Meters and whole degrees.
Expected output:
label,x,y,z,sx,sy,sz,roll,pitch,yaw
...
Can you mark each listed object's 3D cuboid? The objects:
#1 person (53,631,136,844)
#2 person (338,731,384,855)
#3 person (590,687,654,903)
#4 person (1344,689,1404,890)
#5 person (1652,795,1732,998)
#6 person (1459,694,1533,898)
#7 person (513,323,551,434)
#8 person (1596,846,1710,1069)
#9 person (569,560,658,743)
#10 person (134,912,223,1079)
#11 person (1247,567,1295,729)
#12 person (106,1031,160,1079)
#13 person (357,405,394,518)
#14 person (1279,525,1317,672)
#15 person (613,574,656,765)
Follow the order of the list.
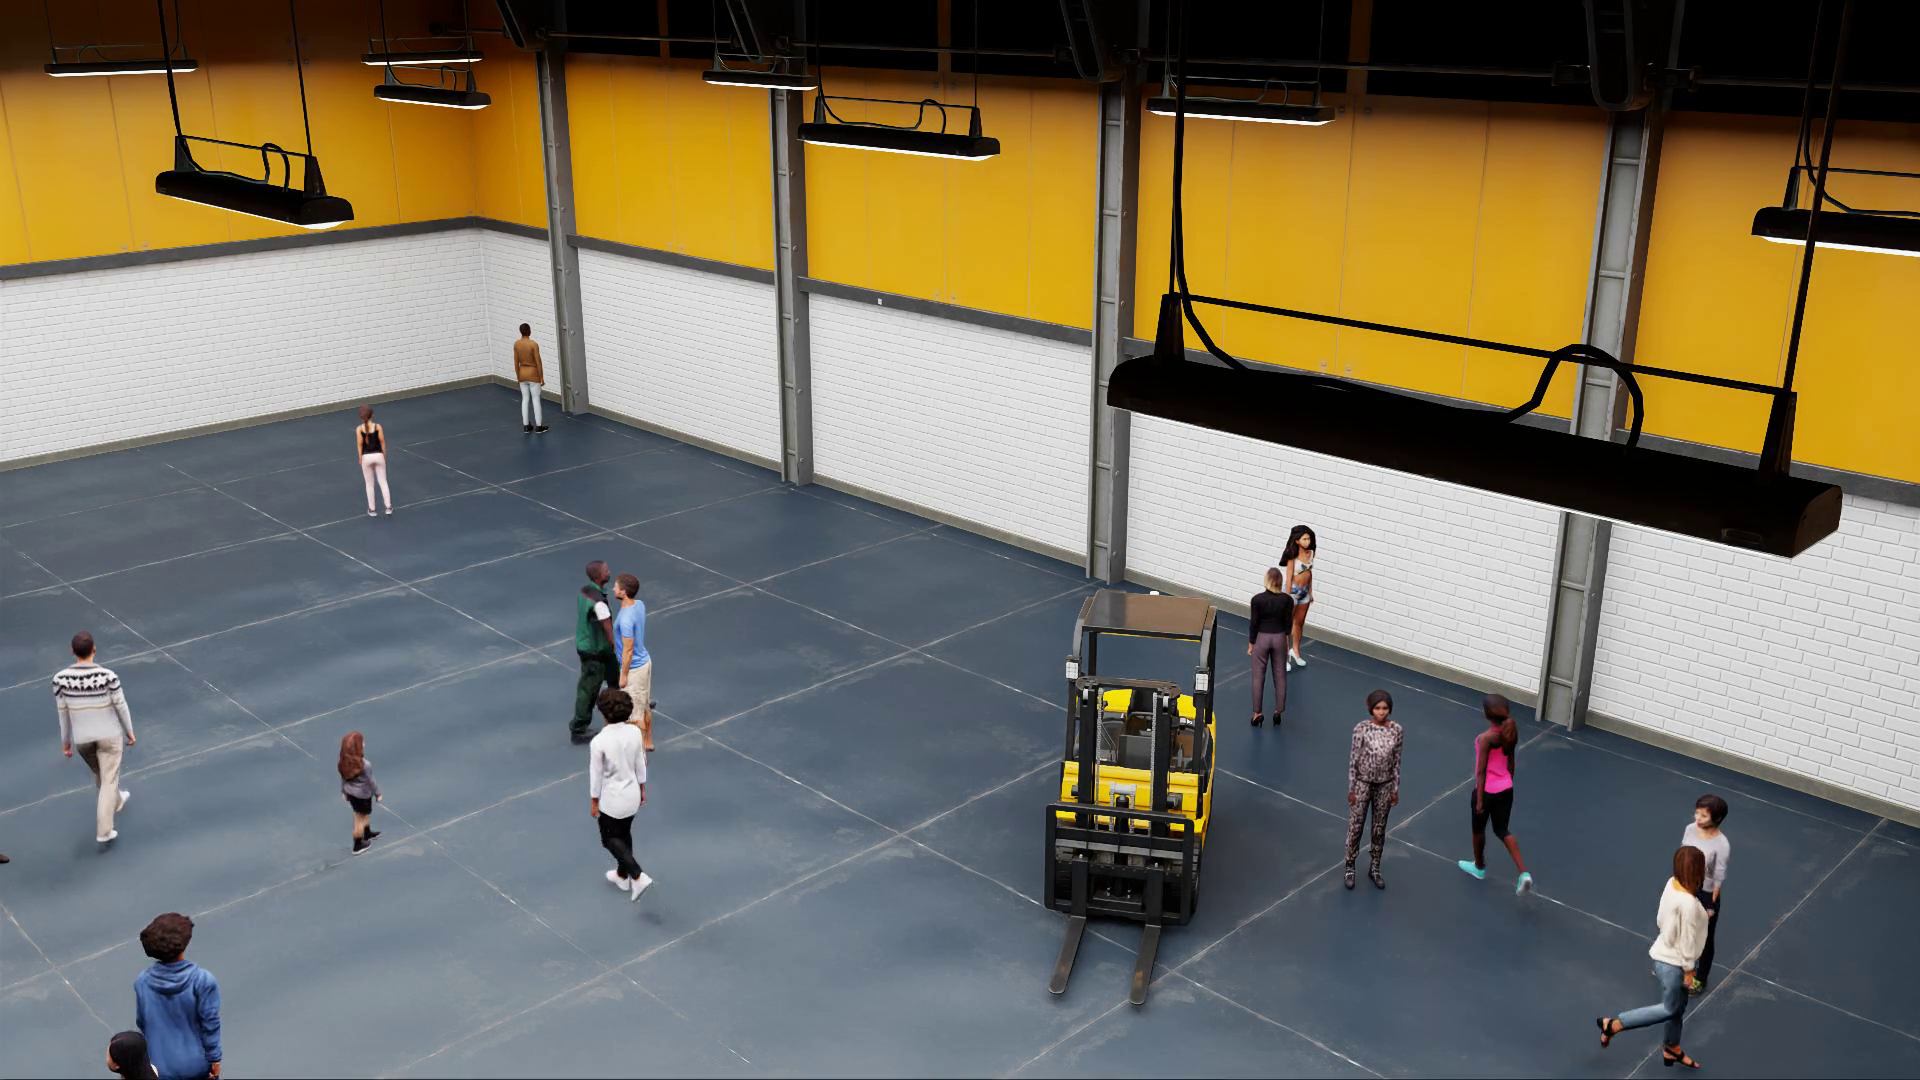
label,x,y,z,sx,sy,sz,roll,pitch,yaw
person,-7.422,1.724,14.264,1.175,1.814,1.314,-3,19,-8
person,-5.145,2.153,14.114,0.550,1.095,0.608,11,21,29
person,-2.693,2.060,13.295,0.637,1.795,0.898,-17,25,-41
person,3.361,2.019,13.544,0.679,1.713,0.742,0,19,1
person,5.412,2.567,12.169,0.665,1.553,0.526,-9,20,-24
person,4.358,2.080,13.391,0.786,1.696,1.084,-10,21,-27
person,-7.064,-2.663,27.285,0.663,1.816,0.777,4,19,13
person,4.733,2.831,11.212,1.037,1.663,0.890,4,19,13
person,-3.602,1.114,16.110,1.035,1.792,1.181,-8,20,-22
person,-4.727,3.174,10.033,1.051,1.765,1.213,-3,19,-9
person,3.061,1.065,16.443,0.675,1.672,0.719,-2,19,-5
person,-4.463,3.469,9.144,0.862,1.774,0.789,-3,19,-8
person,-8.149,-1.115,23.085,0.600,1.563,0.596,-9,20,-24
person,3.623,0.607,17.877,0.595,1.625,0.591,-14,23,-35
person,-3.082,1.199,15.745,0.781,1.864,0.739,2,19,5
